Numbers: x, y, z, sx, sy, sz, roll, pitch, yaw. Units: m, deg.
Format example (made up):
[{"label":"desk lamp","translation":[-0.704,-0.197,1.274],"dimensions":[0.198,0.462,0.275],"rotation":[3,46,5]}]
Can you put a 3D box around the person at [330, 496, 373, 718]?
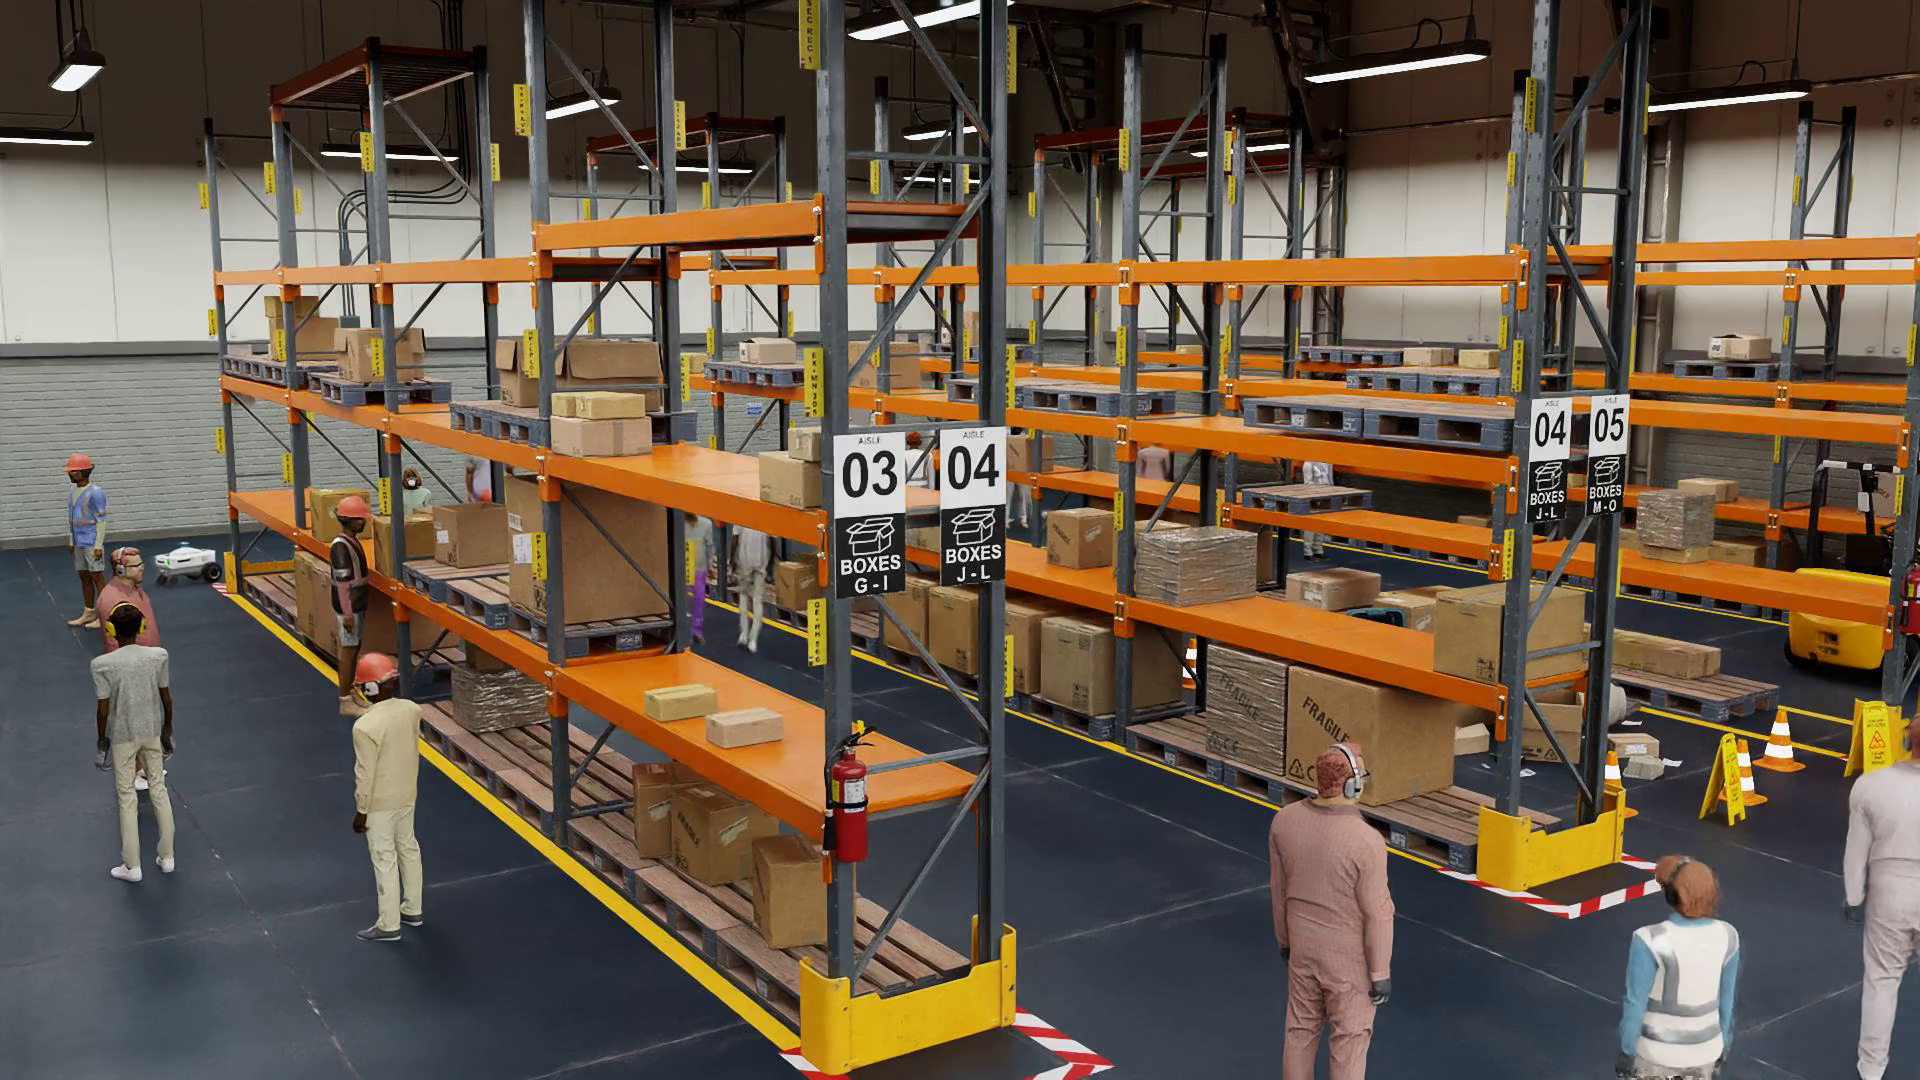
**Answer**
[{"label":"person","translation":[-5.564,0.609,15.307],"dimensions":[0.395,2.038,0.615],"rotation":[-2,9,-10]}]

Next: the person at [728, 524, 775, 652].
[{"label":"person","translation":[-2.283,0.279,18.211],"dimensions":[0.537,1.821,0.791],"rotation":[-2,9,-12]}]

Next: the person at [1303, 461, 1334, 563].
[{"label":"person","translation":[5.185,-0.594,24.001],"dimensions":[0.591,1.834,0.404],"rotation":[-8,11,-41]}]

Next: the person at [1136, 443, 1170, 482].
[{"label":"person","translation":[3.044,-0.891,26.323],"dimensions":[0.542,1.728,0.538],"rotation":[3,9,18]}]

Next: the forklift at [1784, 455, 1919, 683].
[{"label":"forklift","translation":[9.643,0.253,17.172],"dimensions":[2.313,2.155,1.214],"rotation":[-6,10,-33]}]

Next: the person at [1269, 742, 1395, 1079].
[{"label":"person","translation":[1.697,1.848,7.500],"dimensions":[0.407,1.910,0.638],"rotation":[-7,11,-37]}]

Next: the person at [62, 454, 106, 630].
[{"label":"person","translation":[-10.109,0.019,19.225],"dimensions":[0.607,2.044,0.371],"rotation":[5,10,30]}]

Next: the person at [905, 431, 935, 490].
[{"label":"person","translation":[-0.662,-0.659,24.273],"dimensions":[0.584,1.882,0.348],"rotation":[-1,9,-9]}]

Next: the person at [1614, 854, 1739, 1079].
[{"label":"person","translation":[2.932,2.087,6.805],"dimensions":[0.534,1.627,0.396],"rotation":[-3,9,-17]}]

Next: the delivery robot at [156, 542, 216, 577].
[{"label":"delivery robot","translation":[-10.313,0.273,22.155],"dimensions":[0.477,0.478,0.707],"rotation":[6,10,35]}]

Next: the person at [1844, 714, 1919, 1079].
[{"label":"person","translation":[4.666,1.760,8.095],"dimensions":[0.651,1.906,0.403],"rotation":[6,10,35]}]

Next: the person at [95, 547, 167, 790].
[{"label":"person","translation":[-6.529,1.001,13.138],"dimensions":[0.401,1.910,0.641],"rotation":[-1,9,-10]}]

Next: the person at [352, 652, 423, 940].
[{"label":"person","translation":[-3.480,1.539,10.065],"dimensions":[0.325,1.752,0.560],"rotation":[3,9,16]}]

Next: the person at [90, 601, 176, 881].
[{"label":"person","translation":[-5.494,1.330,11.070],"dimensions":[0.328,1.872,0.513],"rotation":[7,11,41]}]

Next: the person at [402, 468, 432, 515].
[{"label":"person","translation":[-7.080,-0.124,21.536],"dimensions":[0.497,1.633,0.284],"rotation":[-4,9,-25]}]

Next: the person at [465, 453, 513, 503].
[{"label":"person","translation":[-6.993,-0.805,24.722],"dimensions":[0.694,2.000,1.019],"rotation":[-3,9,-19]}]

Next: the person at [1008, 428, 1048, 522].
[{"label":"person","translation":[1.080,-1.218,28.100],"dimensions":[0.995,1.851,0.661],"rotation":[2,9,10]}]
